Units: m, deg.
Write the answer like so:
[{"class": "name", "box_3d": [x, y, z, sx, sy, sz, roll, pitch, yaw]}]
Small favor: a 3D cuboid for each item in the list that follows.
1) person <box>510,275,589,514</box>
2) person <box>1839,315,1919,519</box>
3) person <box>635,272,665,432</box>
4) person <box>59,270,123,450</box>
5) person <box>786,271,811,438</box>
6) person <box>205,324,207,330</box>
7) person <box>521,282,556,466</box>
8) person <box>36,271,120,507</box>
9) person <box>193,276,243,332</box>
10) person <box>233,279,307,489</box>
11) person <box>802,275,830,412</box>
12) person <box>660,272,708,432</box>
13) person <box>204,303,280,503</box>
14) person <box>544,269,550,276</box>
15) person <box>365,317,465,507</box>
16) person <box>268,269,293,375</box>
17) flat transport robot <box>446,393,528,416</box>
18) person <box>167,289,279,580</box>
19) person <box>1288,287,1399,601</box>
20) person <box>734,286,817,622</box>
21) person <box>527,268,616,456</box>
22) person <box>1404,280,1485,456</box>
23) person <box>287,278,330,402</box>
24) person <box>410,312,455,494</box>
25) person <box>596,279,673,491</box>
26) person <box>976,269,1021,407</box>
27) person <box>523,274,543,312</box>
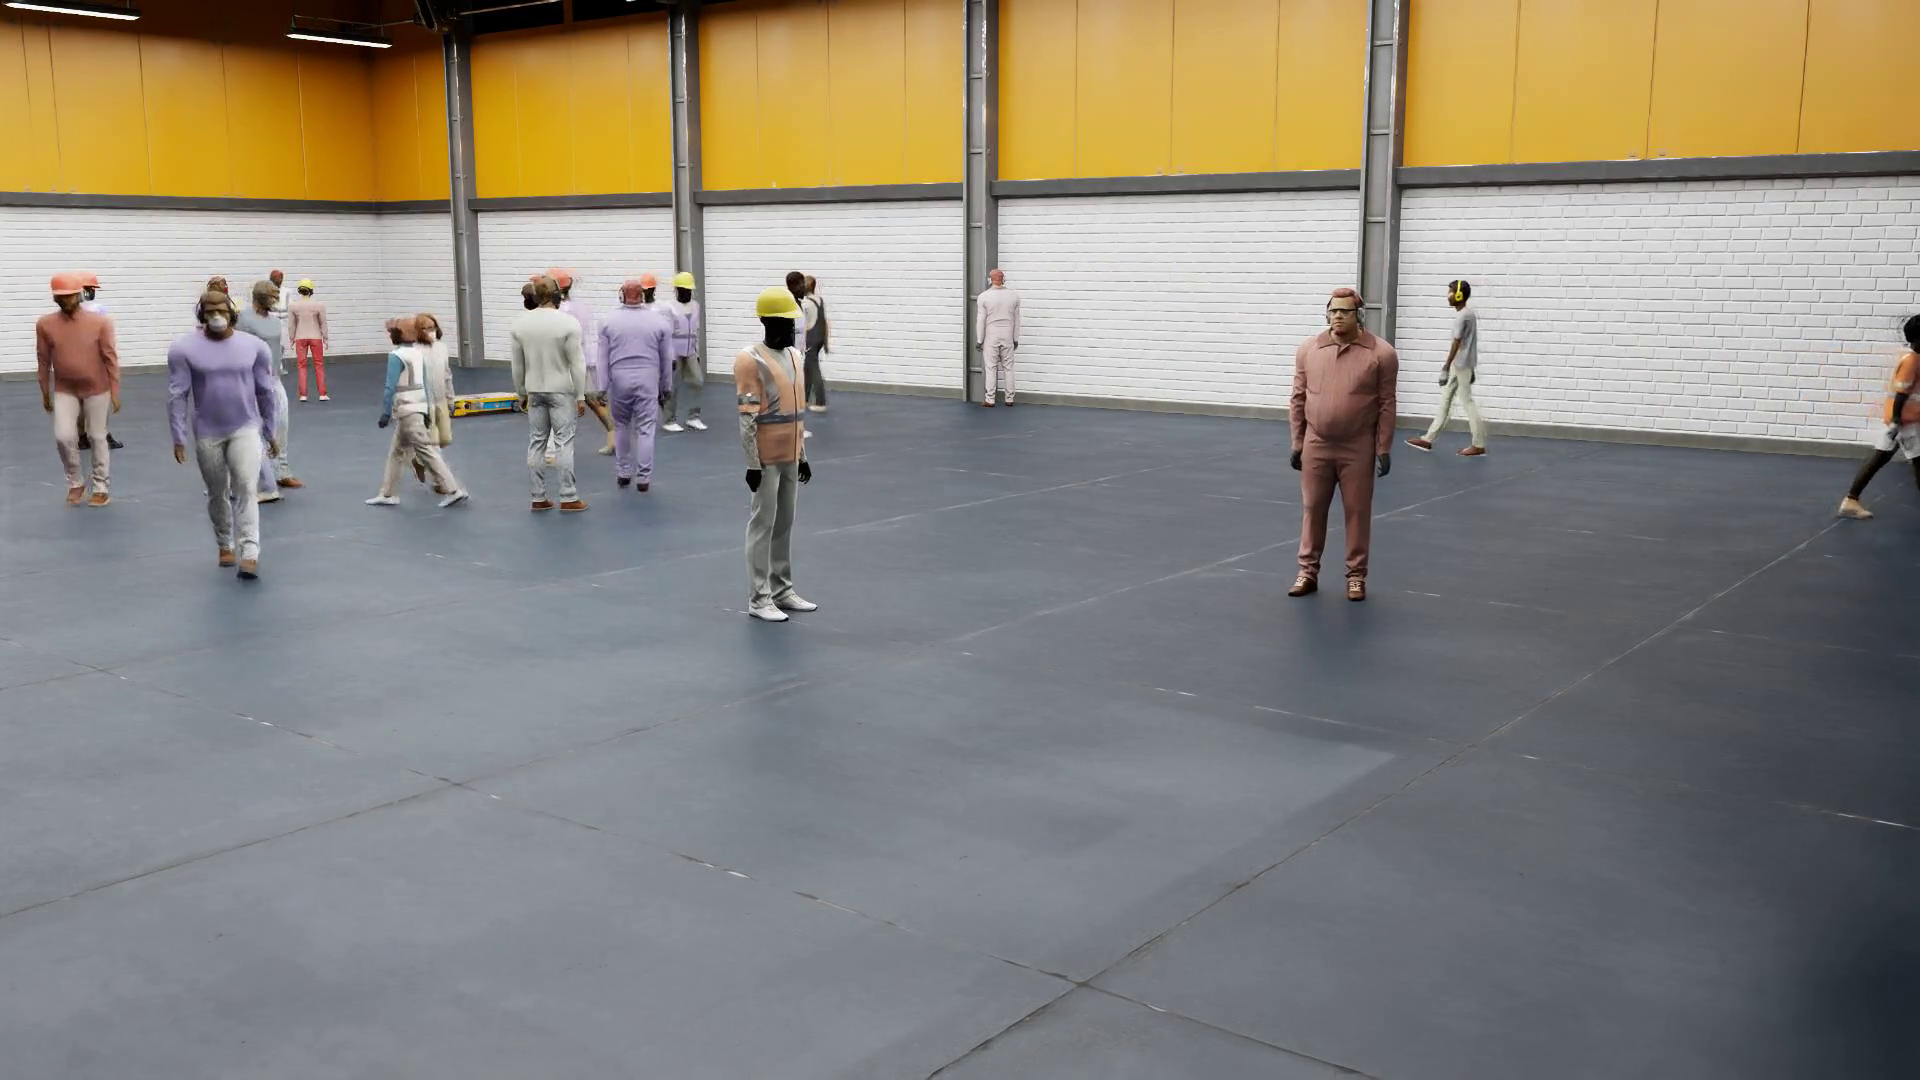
[{"class": "person", "box_3d": [-3.335, -1.178, 13.560, 0.635, 1.937, 0.352, 3, 10, 15]}, {"class": "person", "box_3d": [7.425, -0.946, 13.056, 0.890, 1.649, 0.538, 5, 11, 26]}, {"class": "person", "box_3d": [-3.680, -2.261, 20.001, 0.552, 1.906, 0.766, 5, 11, 26]}, {"class": "person", "box_3d": [-9.408, -1.939, 17.999, 0.552, 1.932, 0.377, 1, 10, 4]}, {"class": "person", "box_3d": [-1.937, -2.136, 19.200, 0.374, 1.915, 0.596, 0, 10, 2]}, {"class": "person", "box_3d": [-6.924, -1.380, 15.696, 0.347, 1.607, 0.655, -7, 12, -36]}, {"class": "person", "box_3d": [-4.190, -1.649, 16.600, 0.429, 1.838, 0.620, -2, 10, -10]}, {"class": "person", "box_3d": [-7.328, -1.245, 13.849, 0.638, 1.968, 0.472, -3, 10, -15]}, {"class": "person", "box_3d": [-8.922, -2.257, 20.107, 0.567, 1.847, 0.389, -2, 10, -12]}, {"class": "person", "box_3d": [-6.374, -1.392, 14.975, 0.869, 1.899, 0.642, 2, 10, 12]}, {"class": "person", "box_3d": [-2.091, -2.637, 22.391, 0.788, 1.818, 0.548, 6, 11, 30]}, {"class": "person", "box_3d": [-3.265, -2.220, 19.741, 0.689, 1.893, 0.664, 8, 12, 38]}, {"class": "person", "box_3d": [-6.184, -1.170, 14.082, 0.847, 1.730, 0.554, 0, 10, 2]}, {"class": "person", "box_3d": [-6.311, -3.238, 25.732, 0.378, 1.885, 0.671, -2, 10, -10]}, {"class": "person", "box_3d": [-4.554, -1.060, 13.863, 0.859, 1.594, 0.501, 0, 10, 1]}, {"class": "person", "box_3d": [-12.120, -3.861, 29.456, 0.598, 1.856, 0.855, -8, 13, -40]}, {"class": "flat transport robot", "box_3d": [-6.367, -1.821, 22.149, 0.652, 0.197, 1.431, 8, 12, 37]}, {"class": "person", "box_3d": [-4.841, -0.700, 10.950, 0.652, 1.882, 1.041, -4, 10, -22]}, {"class": "person", "box_3d": [2.321, -0.580, 10.169, 0.642, 1.910, 0.401, 5, 11, 25]}, {"class": "person", "box_3d": [-1.059, -0.501, 9.653, 0.367, 1.927, 0.590, 5, 11, 26]}, {"class": "person", "box_3d": [-4.023, -1.834, 17.334, 1.081, 1.984, 0.618, 3, 10, 16]}, {"class": "person", "box_3d": [5.125, -1.795, 17.456, 0.914, 1.829, 0.558, 4, 11, 22]}, {"class": "person", "box_3d": [-9.354, -2.866, 23.892, 0.532, 1.767, 0.328, -2, 10, -14]}, {"class": "person", "box_3d": [-4.719, -1.205, 14.686, 0.544, 1.613, 0.510, 5, 11, 28]}, {"class": "person", "box_3d": [-2.936, -1.403, 15.013, 0.680, 1.880, 0.754, -2, 10, -13]}, {"class": "person", "box_3d": [0.516, -2.786, 23.037, 0.639, 1.902, 0.407, -3, 10, -19]}, {"class": "person", "box_3d": [-5.417, -2.564, 21.865, 0.599, 1.859, 0.654, 5, 11, 28]}]
